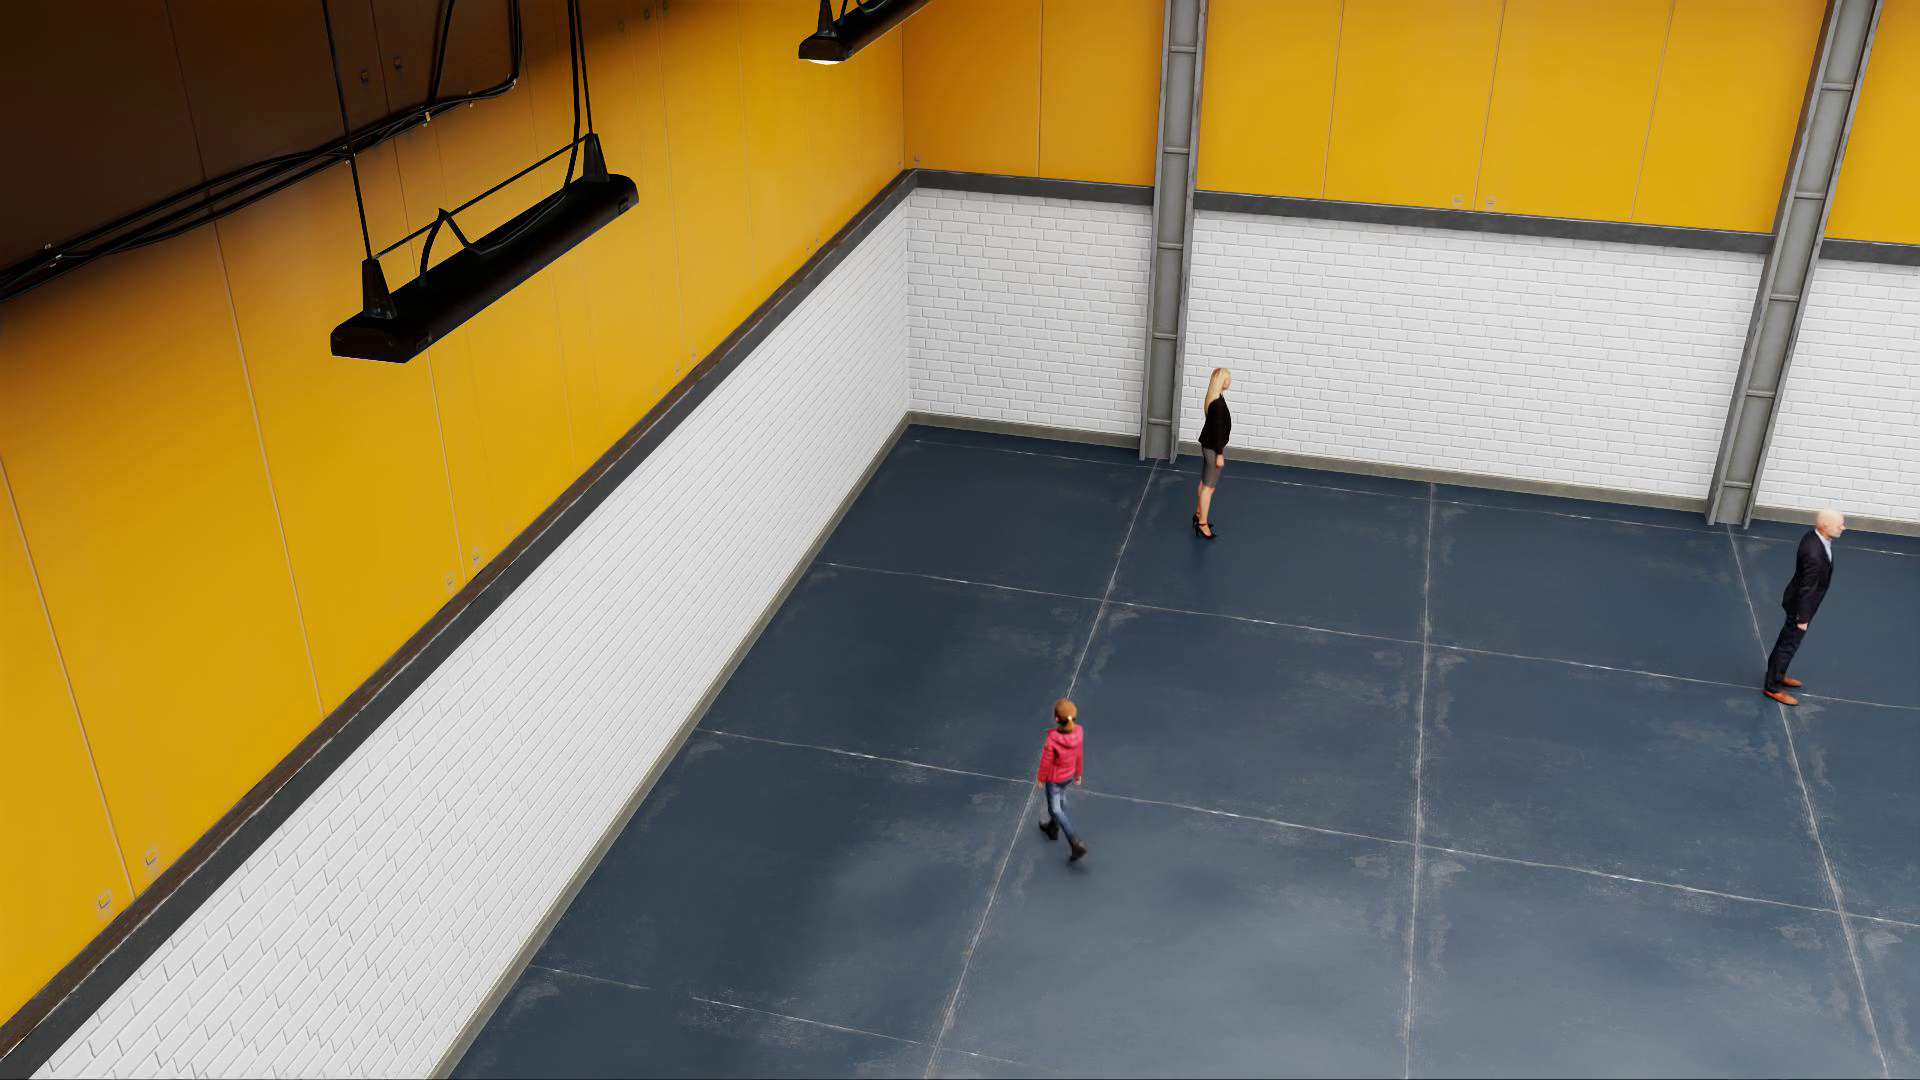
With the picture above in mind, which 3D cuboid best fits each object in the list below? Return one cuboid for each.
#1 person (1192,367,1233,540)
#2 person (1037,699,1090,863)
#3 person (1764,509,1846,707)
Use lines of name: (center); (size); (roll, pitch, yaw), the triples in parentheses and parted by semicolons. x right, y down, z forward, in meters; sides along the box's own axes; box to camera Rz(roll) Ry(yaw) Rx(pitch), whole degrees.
person: (2.535, -0.883, 16.762); (0.643, 1.840, 0.671); (-1, 29, -2)
person: (0.789, 1.802, 12.402); (0.802, 1.301, 0.918); (-21, 35, -33)
person: (7.202, 0.529, 14.218); (0.643, 1.798, 0.739); (14, 32, 24)
